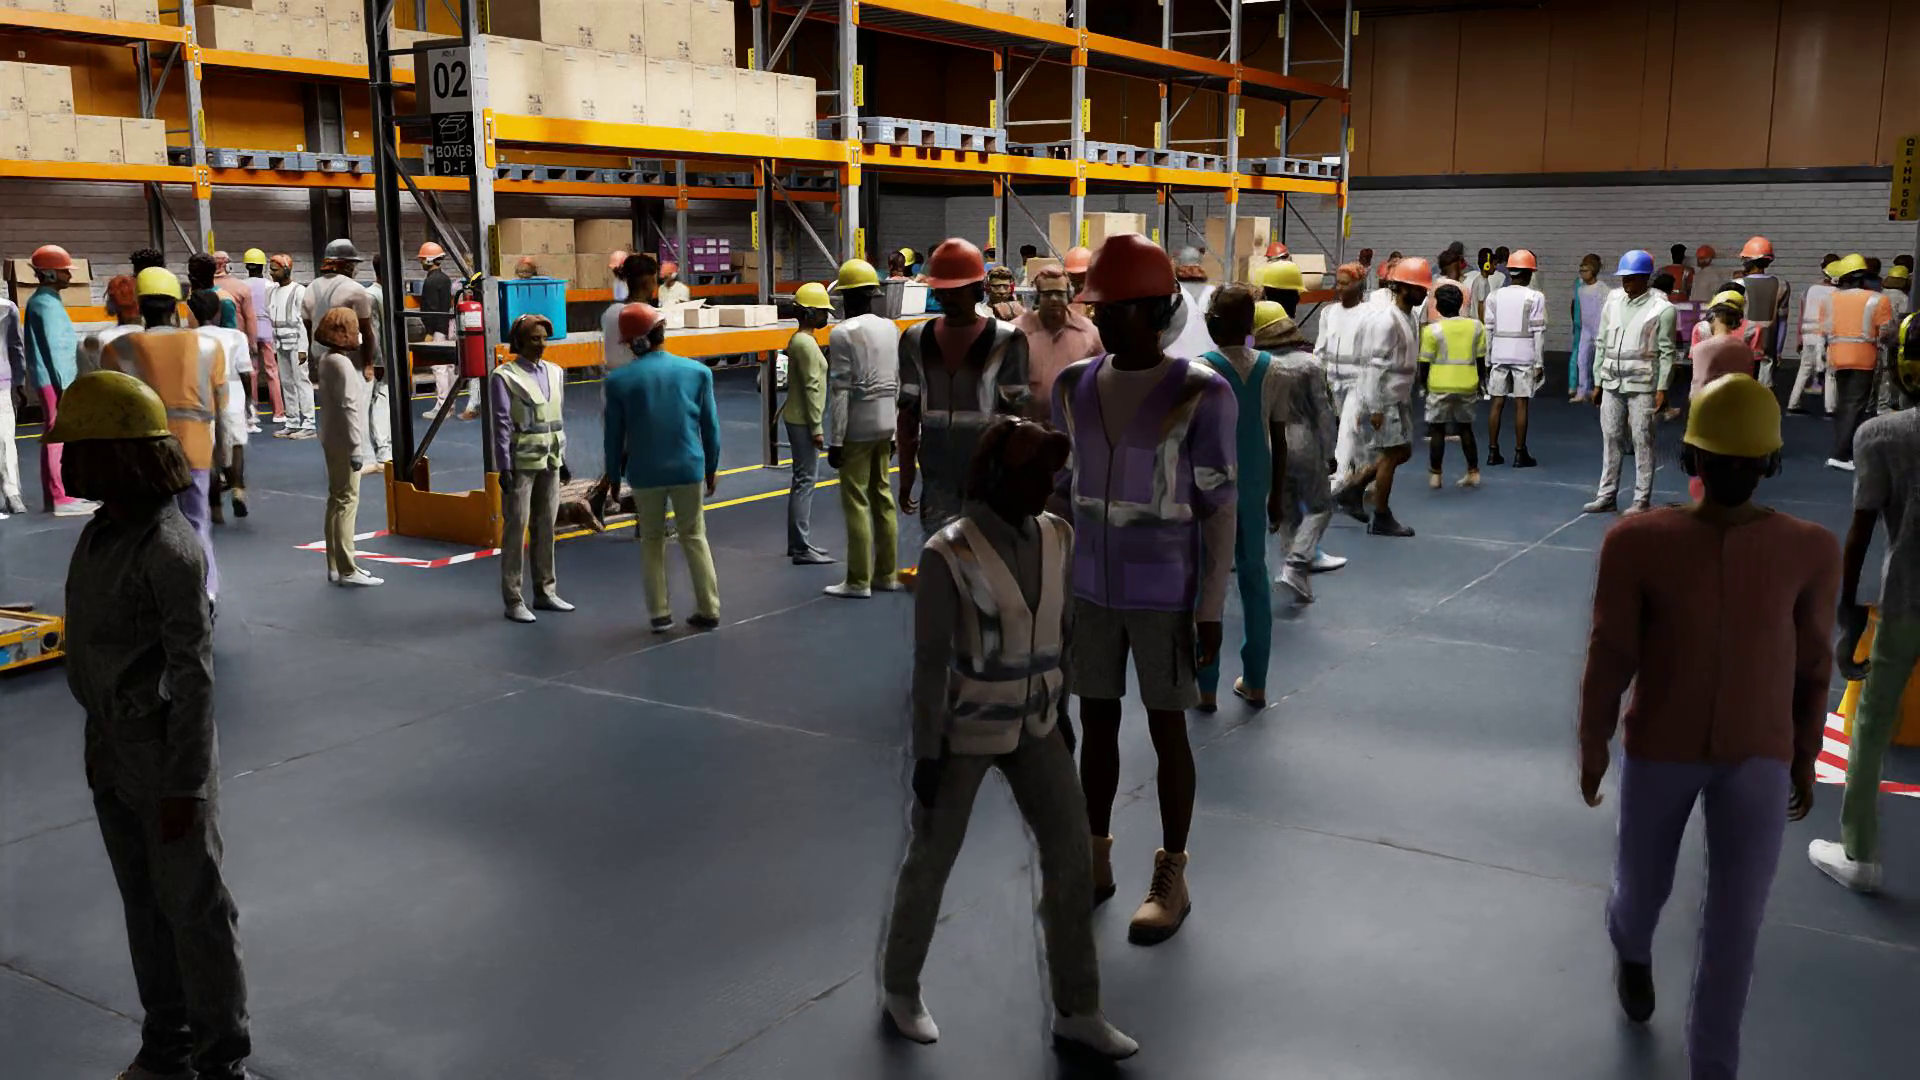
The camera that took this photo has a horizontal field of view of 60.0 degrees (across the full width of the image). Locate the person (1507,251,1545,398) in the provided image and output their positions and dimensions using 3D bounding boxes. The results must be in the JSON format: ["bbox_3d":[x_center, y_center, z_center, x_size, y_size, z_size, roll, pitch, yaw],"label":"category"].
[{"bbox_3d":[7.256,-2.768,21.390,0.472,1.882,0.643,5,11,24],"label":"person"}]

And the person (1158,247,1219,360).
[{"bbox_3d":[1.924,-1.510,13.999,0.679,2.000,1.051,-2,10,-10],"label":"person"}]

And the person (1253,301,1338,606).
[{"bbox_3d":[1.802,-0.466,9.169,0.540,1.688,0.405,8,13,38],"label":"person"}]

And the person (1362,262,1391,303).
[{"bbox_3d":[5.273,-2.591,20.795,0.565,1.748,0.339,-3,11,-14],"label":"person"}]

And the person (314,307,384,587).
[{"bbox_3d":[-3.610,-0.543,9.769,0.265,1.631,0.507,-7,12,-32],"label":"person"}]

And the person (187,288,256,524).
[{"bbox_3d":[-5.323,-0.951,11.860,0.552,1.683,0.359,-6,12,-30],"label":"person"}]

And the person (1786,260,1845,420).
[{"bbox_3d":[9.757,-2.263,18.822,0.414,1.801,0.630,-5,11,-24],"label":"person"}]

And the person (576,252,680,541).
[{"bbox_3d":[-2.210,-0.935,11.079,0.626,1.941,0.589,10,14,43],"label":"person"}]

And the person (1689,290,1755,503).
[{"bbox_3d":[4.542,-0.635,10.043,0.684,1.720,0.416,-7,12,-32],"label":"person"}]

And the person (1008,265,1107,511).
[{"bbox_3d":[0.524,-0.562,9.184,0.649,1.888,0.586,-2,10,-10],"label":"person"}]

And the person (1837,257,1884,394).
[{"bbox_3d":[11.986,-2.815,21.943,0.631,1.788,0.912,-3,11,-19],"label":"person"}]

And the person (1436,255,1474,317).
[{"bbox_3d":[6.453,-2.809,21.733,0.567,1.847,0.389,6,12,32],"label":"person"}]

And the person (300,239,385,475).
[{"bbox_3d":[-5.312,-1.587,14.425,0.682,2.000,0.536,5,11,26],"label":"person"}]

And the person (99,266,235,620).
[{"bbox_3d":[-3.966,-0.421,8.373,0.606,1.893,0.681,-5,12,-27],"label":"person"}]

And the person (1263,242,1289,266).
[{"bbox_3d":[3.861,-2.637,20.368,0.389,1.992,0.625,7,12,33],"label":"person"}]

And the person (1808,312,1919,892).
[{"bbox_3d":[2.910,0.241,4.931,0.608,1.824,0.633,4,11,21],"label":"person"}]

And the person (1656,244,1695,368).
[{"bbox_3d":[11.321,-3.700,26.359,0.600,1.959,0.375,6,12,31],"label":"person"}]

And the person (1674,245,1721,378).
[{"bbox_3d":[11.019,-3.347,24.430,0.976,1.959,0.606,0,10,2],"label":"person"}]

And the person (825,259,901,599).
[{"bbox_3d":[-0.561,-0.627,9.471,0.404,1.919,0.583,7,12,33],"label":"person"}]

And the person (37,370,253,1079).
[{"bbox_3d":[-1.826,0.495,3.716,0.487,1.744,0.294,9,13,39],"label":"person"}]

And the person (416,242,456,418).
[{"bbox_3d":[-5.978,-2.390,18.997,0.381,1.994,0.622,0,10,0],"label":"person"}]

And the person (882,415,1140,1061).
[{"bbox_3d":[0.133,0.501,4.087,0.565,1.596,0.798,-9,13,-40],"label":"person"}]

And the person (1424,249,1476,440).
[{"bbox_3d":[4.967,-1.976,16.886,0.661,1.926,0.641,-6,12,-29],"label":"person"}]

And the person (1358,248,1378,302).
[{"bbox_3d":[6.845,-3.965,28.033,0.337,1.882,0.585,-1,10,-7],"label":"person"}]

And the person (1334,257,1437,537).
[{"bbox_3d":[2.930,-0.975,11.403,0.613,1.912,0.578,6,12,32],"label":"person"}]

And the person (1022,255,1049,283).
[{"bbox_3d":[1.126,-2.996,22.868,0.655,1.812,0.458,-8,13,-37],"label":"person"}]

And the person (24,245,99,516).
[{"bbox_3d":[-6.643,-1.166,12.258,0.396,1.989,0.619,-8,13,-36],"label":"person"}]

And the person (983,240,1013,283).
[{"bbox_3d":[0.465,-3.378,24.395,0.604,2.034,0.416,0,10,0],"label":"person"}]

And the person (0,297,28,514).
[{"bbox_3d":[-7.200,-1.144,12.228,0.609,1.948,0.389,-7,12,-34],"label":"person"}]

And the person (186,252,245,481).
[{"bbox_3d":[-6.306,-1.460,14.062,0.590,1.919,0.392,6,12,31],"label":"person"}]

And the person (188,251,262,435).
[{"bbox_3d":[-7.622,-2.037,17.290,0.643,1.909,0.410,-2,10,-9],"label":"person"}]

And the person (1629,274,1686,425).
[{"bbox_3d":[7.685,-2.076,18.197,0.869,1.644,0.551,-4,11,-23],"label":"person"}]

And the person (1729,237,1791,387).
[{"bbox_3d":[7.298,-1.760,15.362,0.608,2.048,0.365,0,10,-1],"label":"person"}]

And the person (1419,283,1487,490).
[{"bbox_3d":[3.977,-1.224,13.473,0.566,1.680,0.366,-1,10,-7],"label":"person"}]
